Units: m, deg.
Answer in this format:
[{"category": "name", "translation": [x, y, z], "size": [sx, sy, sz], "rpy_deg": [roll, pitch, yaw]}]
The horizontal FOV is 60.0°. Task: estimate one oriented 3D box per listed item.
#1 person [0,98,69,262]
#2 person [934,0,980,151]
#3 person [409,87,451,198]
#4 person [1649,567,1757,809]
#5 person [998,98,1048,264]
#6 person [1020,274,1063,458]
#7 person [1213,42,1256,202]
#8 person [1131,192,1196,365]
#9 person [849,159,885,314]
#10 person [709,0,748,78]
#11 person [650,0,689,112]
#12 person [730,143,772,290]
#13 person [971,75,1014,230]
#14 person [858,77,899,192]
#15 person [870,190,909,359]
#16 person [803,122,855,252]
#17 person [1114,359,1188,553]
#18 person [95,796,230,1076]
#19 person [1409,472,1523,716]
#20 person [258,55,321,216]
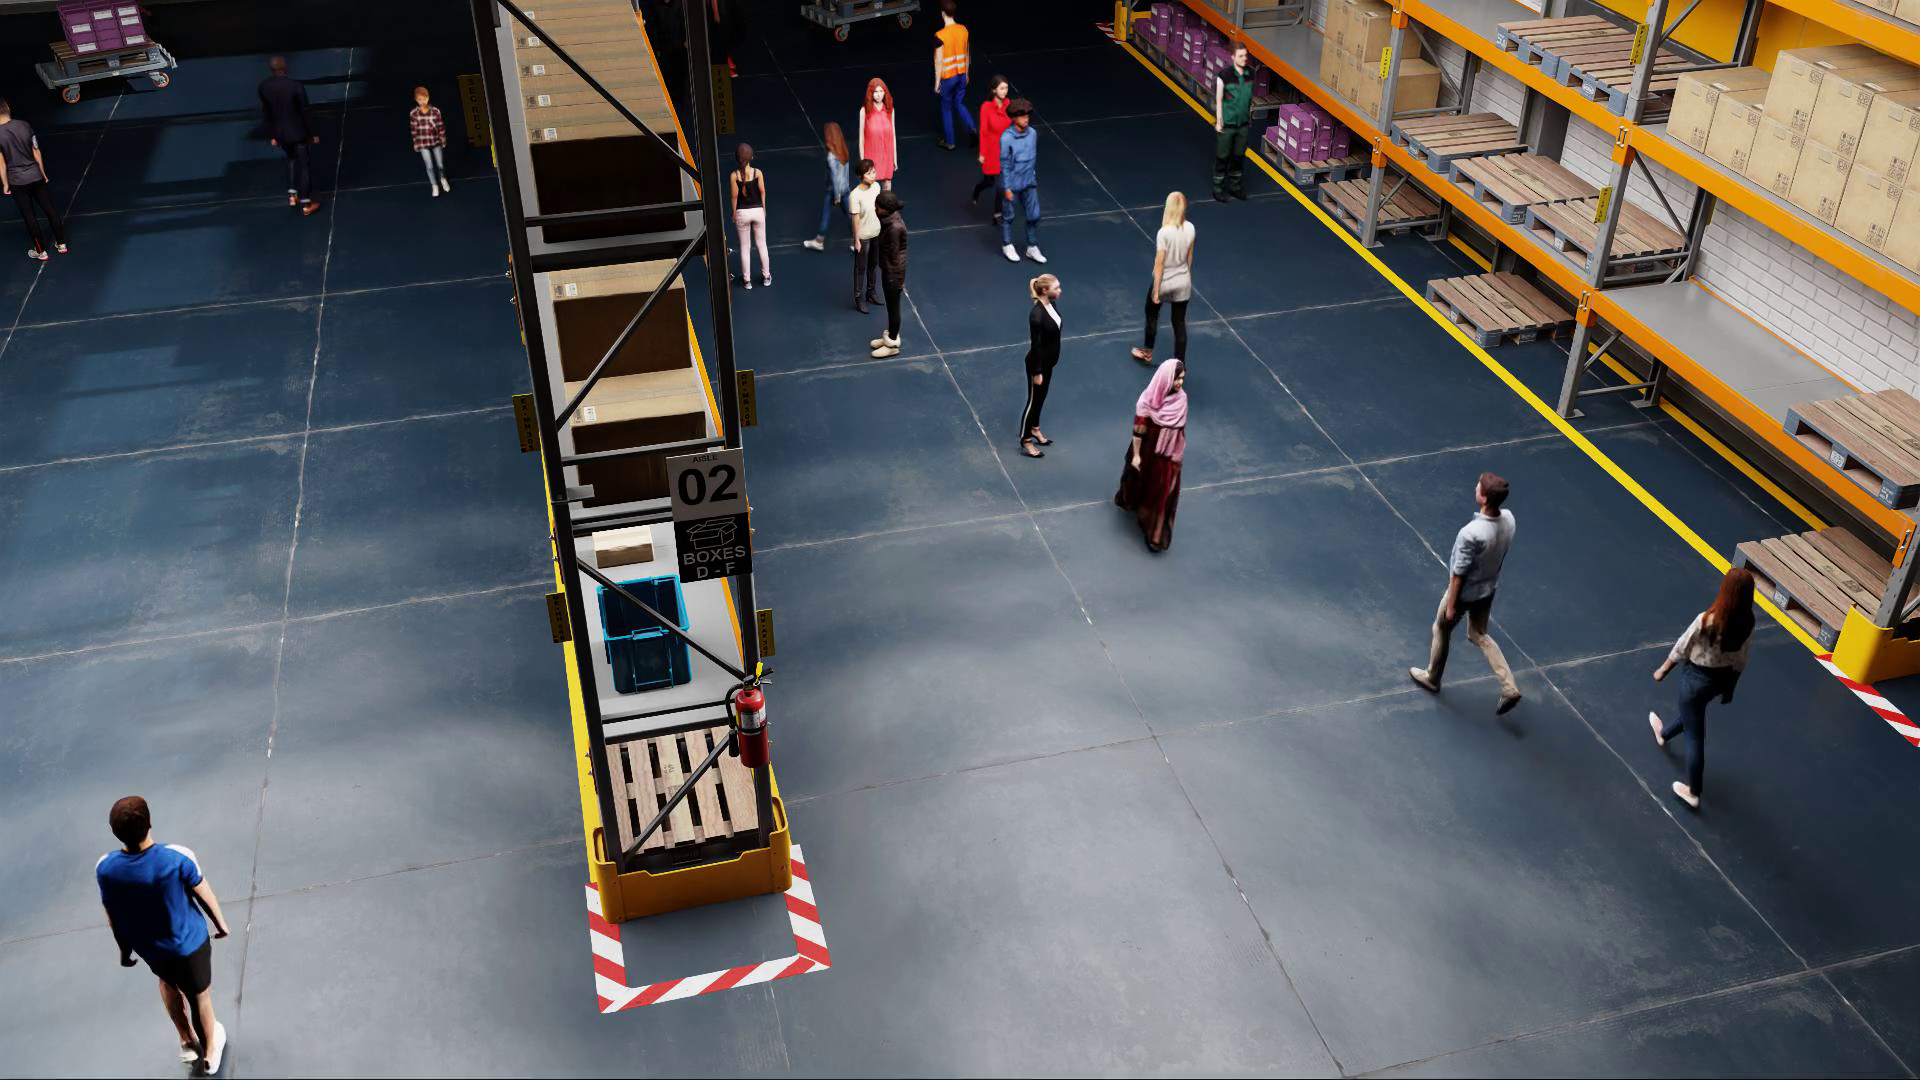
[{"category": "person", "translation": [-10.075, -3.892, 17.920], "size": [0.742, 1.760, 0.717], "rpy_deg": [24, 41, 32]}, {"category": "person", "translation": [-0.037, -5.680, 20.517], "size": [0.933, 1.863, 1.080], "rpy_deg": [-24, 40, -31]}, {"category": "person", "translation": [-6.247, -4.712, 19.571], "size": [0.534, 1.299, 0.526], "rpy_deg": [-7, 34, -11]}, {"category": "person", "translation": [4.814, 0.973, 10.662], "size": [0.659, 1.691, 1.091], "rpy_deg": [-6, 34, -8]}, {"category": "person", "translation": [0.566, -3.879, 17.869], "size": [0.794, 1.794, 0.859], "rpy_deg": [-19, 38, -26]}, {"category": "person", "translation": [0.690, -1.522, 14.406], "size": [0.747, 1.703, 0.654], "rpy_deg": [12, 35, 17]}, {"category": "person", "translation": [3.163, -4.865, 19.308], "size": [0.657, 1.844, 0.631], "rpy_deg": [-12, 35, -17]}, {"category": "person", "translation": [2.030, -2.321, 15.517], "size": [0.772, 1.804, 0.952], "rpy_deg": [-16, 37, -23]}, {"category": "person", "translation": [-0.939, -3.102, 16.887], "size": [0.669, 1.587, 0.653], "rpy_deg": [24, 41, 32]}, {"category": "person", "translation": [-3.325, -7.373, 23.117], "size": [0.894, 1.803, 0.838], "rpy_deg": [19, 38, 26]}, {"category": "person", "translation": [-3.841, -6.592, 21.976], "size": [0.649, 1.766, 0.614], "rpy_deg": [-11, 35, -16]}, {"category": "person", "translation": [-2.188, -3.385, 17.333], "size": [0.528, 1.565, 0.500], "rpy_deg": [-9, 35, -13]}, {"category": "person", "translation": [0.356, -4.368, 18.663], "size": [0.748, 1.729, 0.939], "rpy_deg": [-16, 37, -23]}, {"category": "person", "translation": [-0.904, -4.182, 18.295], "size": [0.613, 1.828, 0.545], "rpy_deg": [-13, 36, -19]}, {"category": "person", "translation": [-0.643, -2.580, 16.038], "size": [0.639, 1.659, 0.576], "rpy_deg": [10, 35, 15]}, {"category": "person", "translation": [-1.253, -3.797, 18.060], "size": [0.948, 1.447, 0.971], "rpy_deg": [10, 35, 15]}, {"category": "person", "translation": [1.535, -0.739, 13.315], "size": [0.717, 1.606, 1.006], "rpy_deg": [-5, 34, -7]}, {"category": "person", "translation": [-4.176, 2.149, 8.741], "size": [0.674, 1.860, 0.609], "rpy_deg": [-8, 34, -12]}, {"category": "person", "translation": [3.583, 0.406, 11.396], "size": [0.874, 1.824, 1.168], "rpy_deg": [-20, 38, -27]}, {"category": "person", "translation": [-7.626, -4.562, 18.885], "size": [0.793, 1.808, 0.798], "rpy_deg": [6, 34, 9]}]
